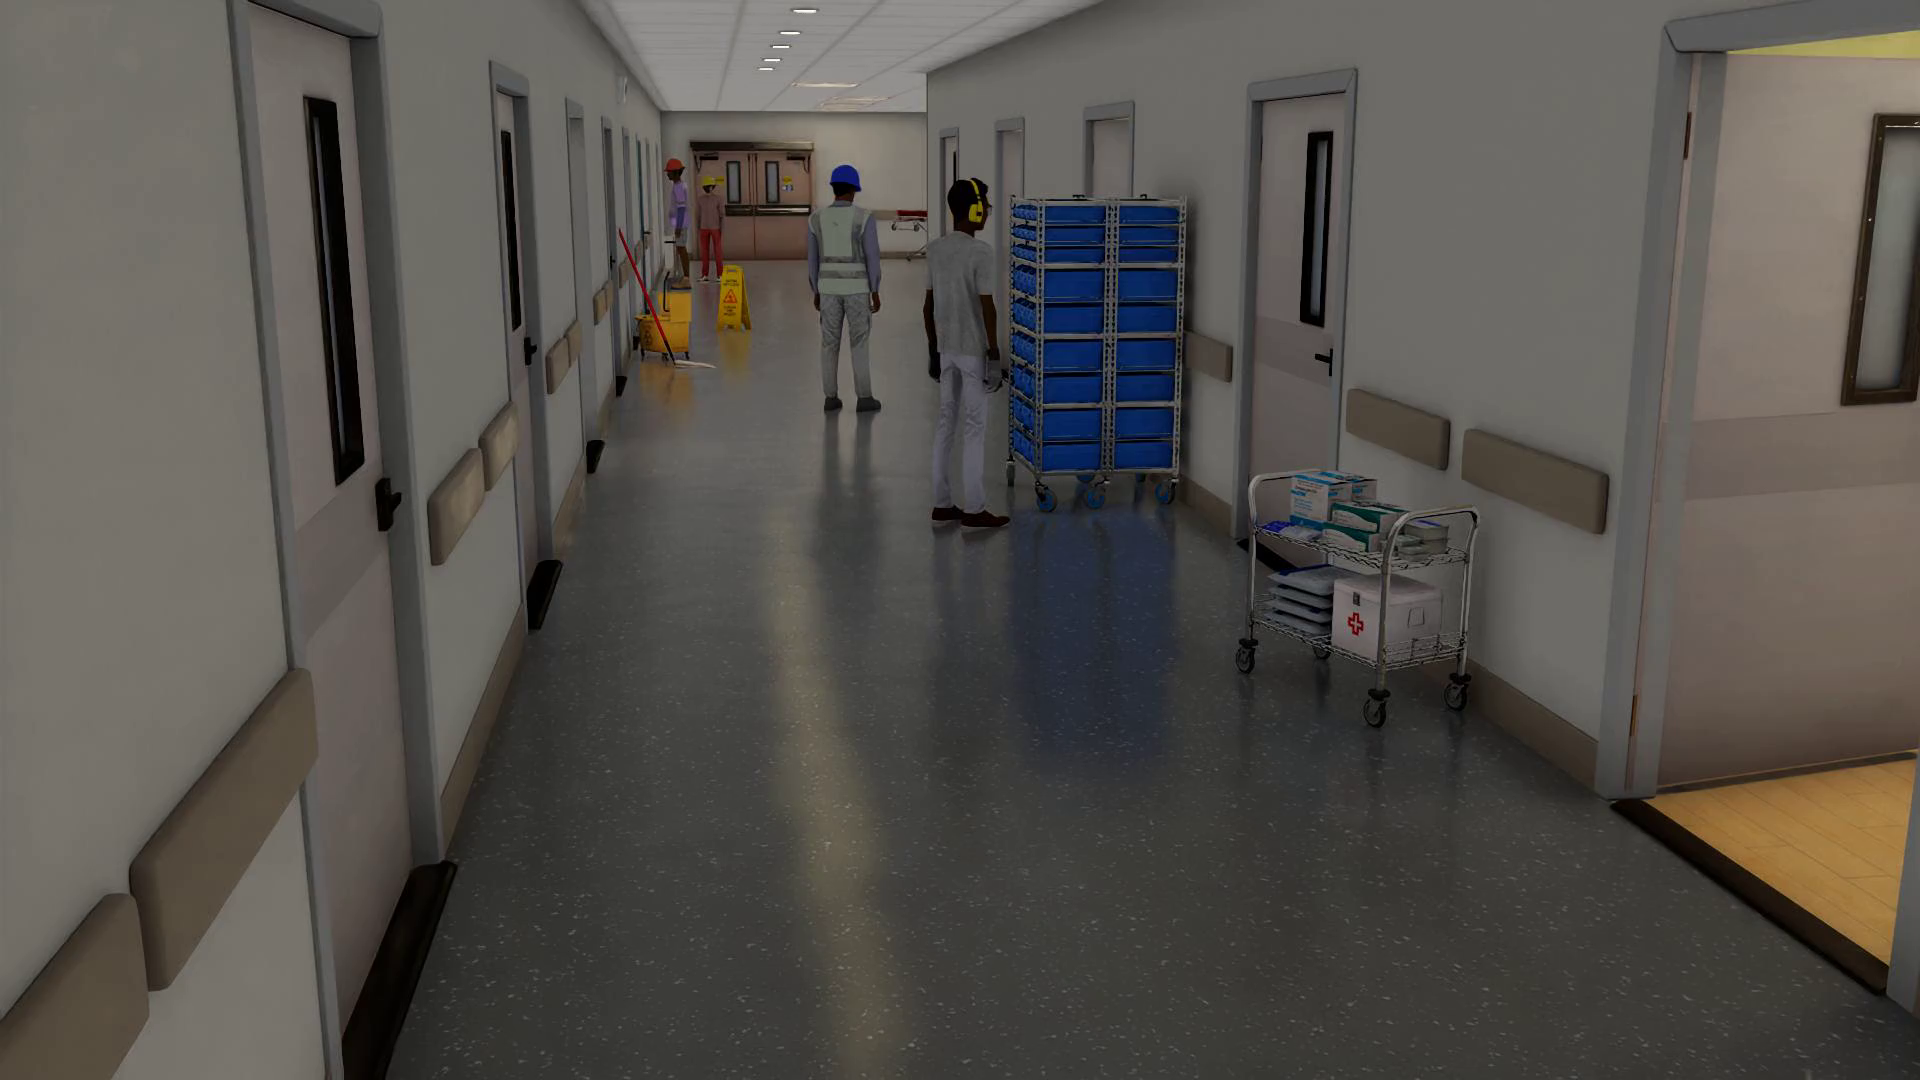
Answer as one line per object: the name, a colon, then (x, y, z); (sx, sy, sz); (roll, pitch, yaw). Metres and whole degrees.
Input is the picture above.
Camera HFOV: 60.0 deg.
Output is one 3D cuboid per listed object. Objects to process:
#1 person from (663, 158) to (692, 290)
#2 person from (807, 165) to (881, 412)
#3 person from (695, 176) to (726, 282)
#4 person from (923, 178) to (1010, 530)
person: (-4.457, -4.976, 26.243); (0.393, 2.041, 0.614); (-2, 13, -7)
person: (-0.903, -1.983, 13.185); (0.602, 1.938, 0.404); (4, 13, 18)
person: (-4.212, -5.238, 28.027); (0.533, 1.768, 0.310); (3, 13, 12)
person: (0.030, -0.992, 8.938); (0.311, 1.869, 0.532); (-12, 18, -43)
